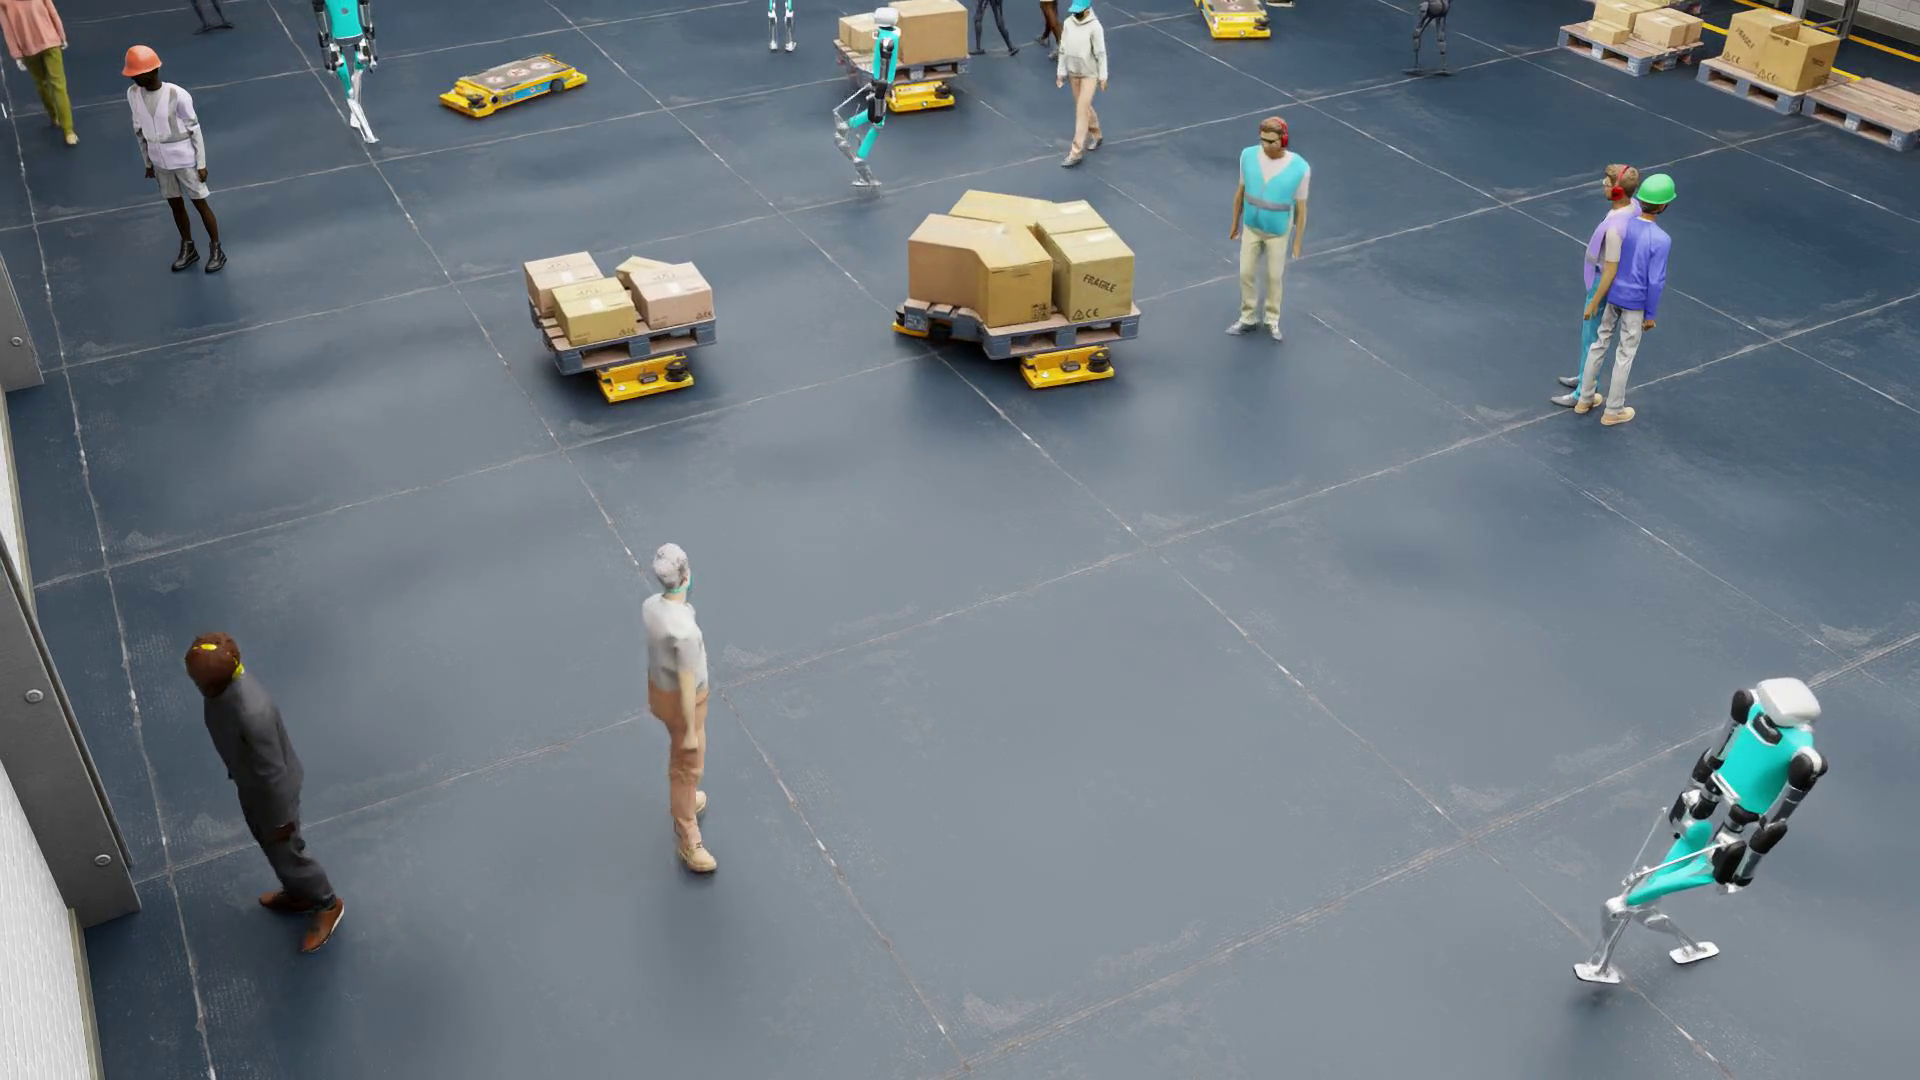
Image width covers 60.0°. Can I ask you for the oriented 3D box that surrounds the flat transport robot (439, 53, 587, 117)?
[{"bbox_3d":[-4.723,-4.817,17.594,0.659,0.231,1.431,27,43,33],"label":"flat transport robot"}]

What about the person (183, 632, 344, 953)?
[{"bbox_3d":[-3.236,1.137,7.708,0.352,1.863,0.594,-30,45,-35],"label":"person"}]

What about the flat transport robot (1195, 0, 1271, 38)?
[{"bbox_3d":[3.206,-6.245,19.632,0.659,0.231,1.431,-1,35,-2],"label":"flat transport robot"}]

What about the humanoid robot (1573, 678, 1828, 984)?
[{"bbox_3d":[3.188,1.397,7.496,1.003,1.756,0.548,-8,36,-11],"label":"humanoid robot"}]

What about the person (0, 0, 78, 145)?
[{"bbox_3d":[-9.030,-4.833,16.301,0.509,1.786,0.988,-15,38,-20],"label":"person"}]

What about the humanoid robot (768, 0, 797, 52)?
[{"bbox_3d":[-1.989,-6.241,18.293,0.533,1.726,0.724,-1,35,-1],"label":"humanoid robot"}]

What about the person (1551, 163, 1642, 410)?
[{"bbox_3d":[4.622,-1.798,11.911,0.374,1.840,0.567,17,38,22],"label":"person"}]

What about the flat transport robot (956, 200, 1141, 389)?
[{"bbox_3d":[0.648,-1.631,13.044,0.659,0.231,1.431,-10,36,-14],"label":"flat transport robot"}]

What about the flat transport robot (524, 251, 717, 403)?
[{"bbox_3d":[-2.593,-1.515,12.879,0.659,0.231,1.431,-15,38,-20],"label":"flat transport robot"}]

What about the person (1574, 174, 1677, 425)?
[{"bbox_3d":[4.718,-1.691,11.736,0.343,1.873,0.459,-24,41,-30],"label":"person"}]

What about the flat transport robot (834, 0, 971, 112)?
[{"bbox_3d":[-0.610,-4.918,17.738,0.659,0.231,1.431,-12,37,-16],"label":"flat transport robot"}]

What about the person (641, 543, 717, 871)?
[{"bbox_3d":[-1.370,0.858,8.245,0.349,1.706,0.651,-16,38,-22],"label":"person"}]

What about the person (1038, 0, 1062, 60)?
[{"bbox_3d":[1.056,-6.289,18.285,0.580,1.905,0.869,-16,38,-21],"label":"person"}]

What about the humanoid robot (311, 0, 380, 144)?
[{"bbox_3d":[-6.011,-4.763,16.258,0.530,1.743,1.023,-19,39,-25],"label":"humanoid robot"}]

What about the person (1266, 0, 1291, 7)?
[{"bbox_3d":[3.667,-7.381,19.808,0.912,1.912,0.643,20,40,26],"label":"person"}]

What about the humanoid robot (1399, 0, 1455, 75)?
[{"bbox_3d":[5.143,-5.805,17.795,0.568,1.626,0.606,18,39,23],"label":"humanoid robot"}]

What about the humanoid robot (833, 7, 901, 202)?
[{"bbox_3d":[-0.901,-3.876,15.040,0.754,1.858,0.556,1,35,1],"label":"humanoid robot"}]

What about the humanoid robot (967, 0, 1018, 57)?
[{"bbox_3d":[0.332,-6.123,18.264,0.616,1.637,0.588,-6,35,-8],"label":"humanoid robot"}]

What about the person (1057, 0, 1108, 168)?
[{"bbox_3d":[1.211,-4.445,15.866,0.471,1.631,0.752,28,44,34],"label":"person"}]

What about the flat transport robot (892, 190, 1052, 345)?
[{"bbox_3d":[0.239,-1.765,13.236,1.431,0.231,0.659,11,37,15],"label":"flat transport robot"}]

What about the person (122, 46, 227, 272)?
[{"bbox_3d":[-6.505,-3.134,13.740,0.550,1.933,0.363,5,35,7],"label":"person"}]

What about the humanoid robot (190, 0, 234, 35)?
[{"bbox_3d":[-8.728,-6.634,18.962,0.456,1.646,0.590,-6,35,-8],"label":"humanoid robot"}]

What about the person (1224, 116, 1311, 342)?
[{"bbox_3d":[2.376,-2.383,12.772,0.605,1.826,0.408,21,40,27],"label":"person"}]
